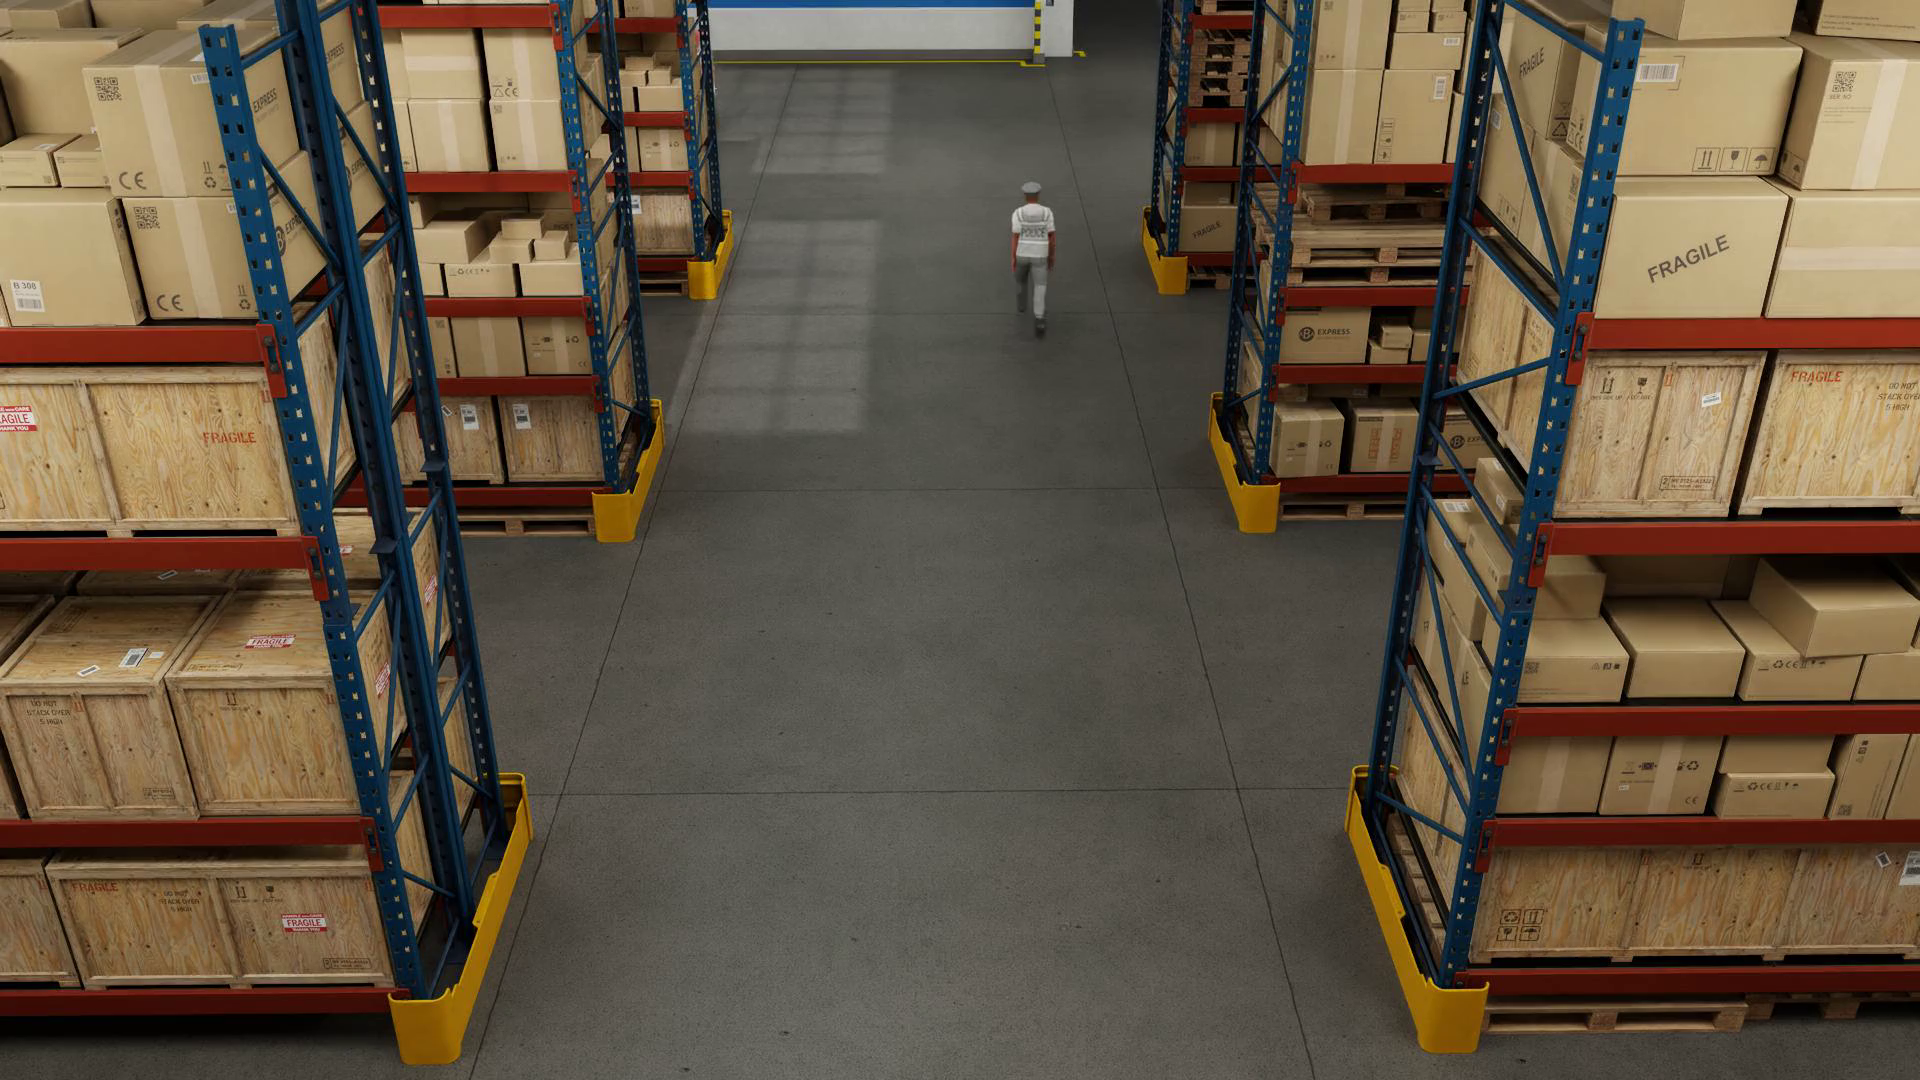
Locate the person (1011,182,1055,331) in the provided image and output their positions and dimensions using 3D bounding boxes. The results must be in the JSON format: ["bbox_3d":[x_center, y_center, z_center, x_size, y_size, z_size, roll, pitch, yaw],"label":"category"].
[{"bbox_3d":[0.900,-3.501,20.462,0.540,1.713,1.061,1,28,1],"label":"person"}]
